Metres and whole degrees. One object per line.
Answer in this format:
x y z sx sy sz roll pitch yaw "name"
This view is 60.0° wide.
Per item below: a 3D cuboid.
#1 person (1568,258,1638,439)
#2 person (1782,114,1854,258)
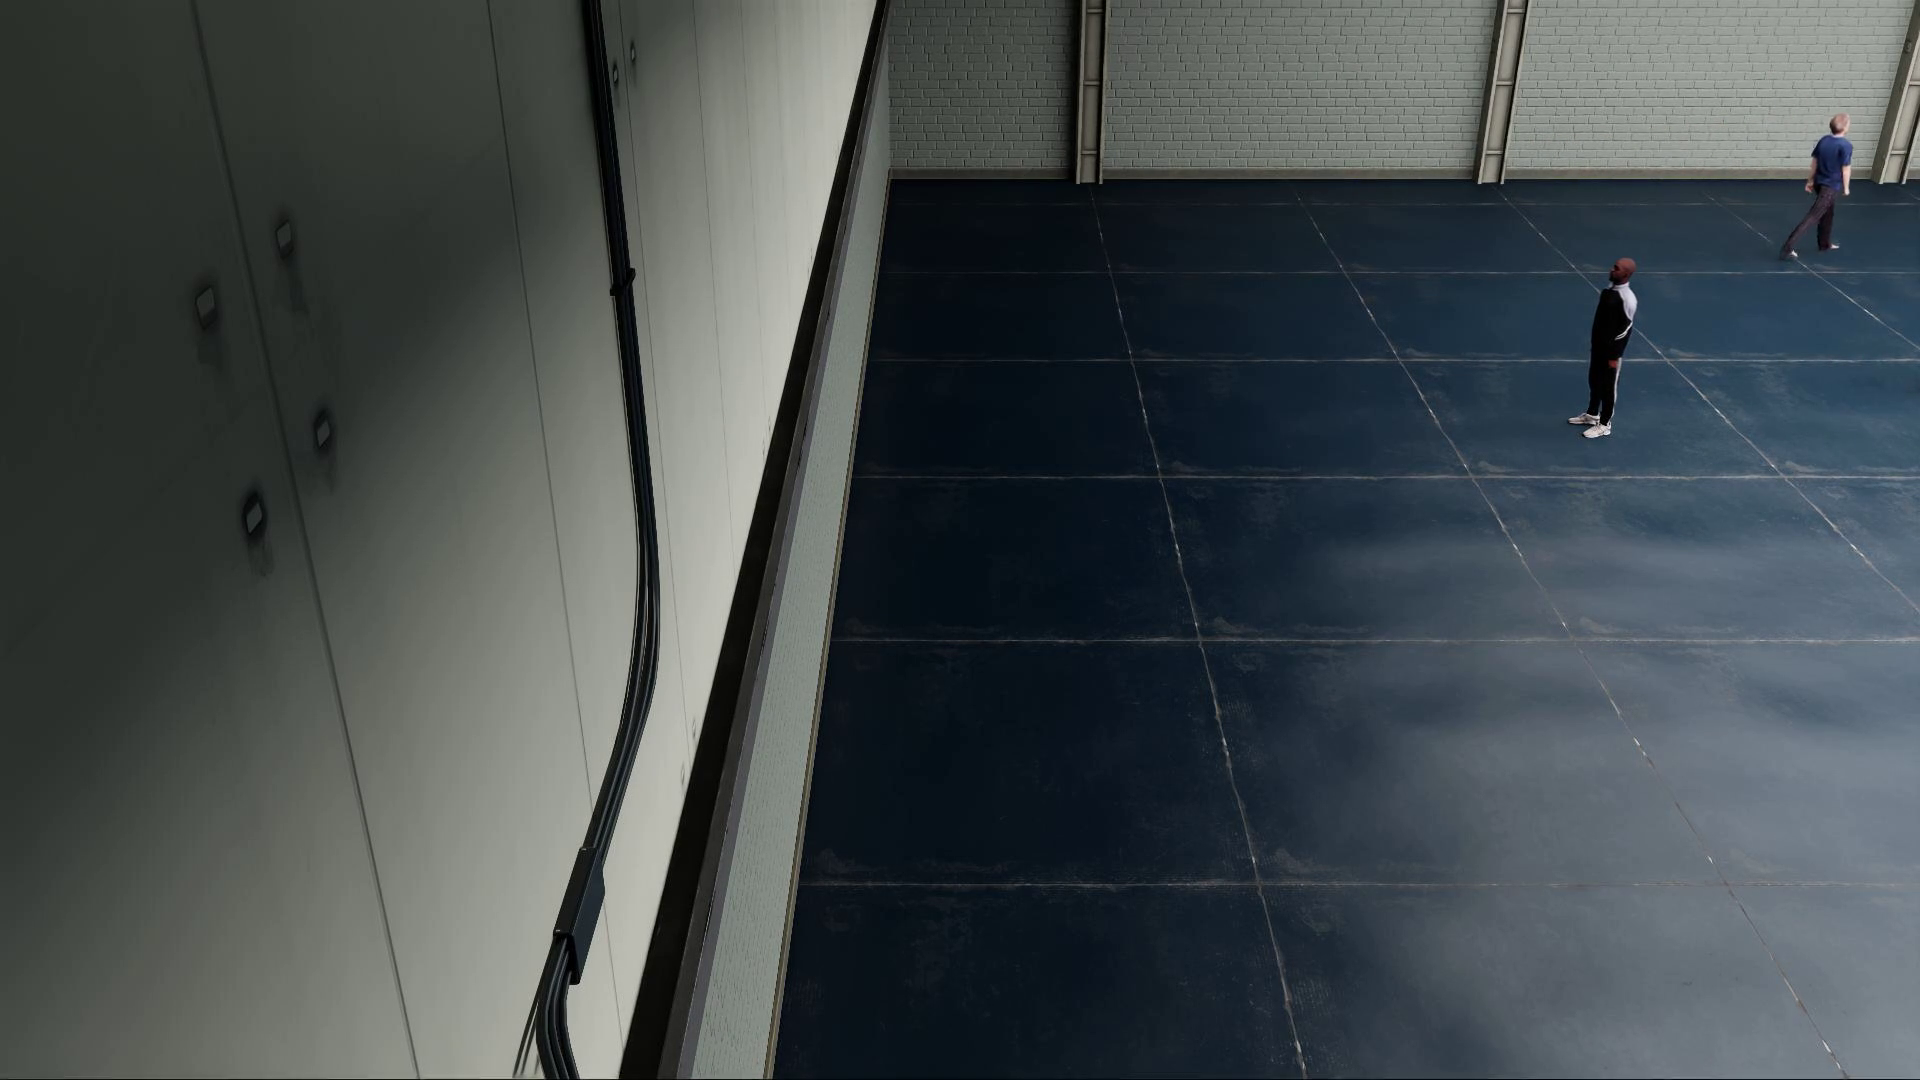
6.462 -1.934 16.533 0.559 1.827 0.661 -2 28 -3 "person"
11.052 -4.495 21.342 1.277 1.827 0.883 -7 29 -14 "person"
